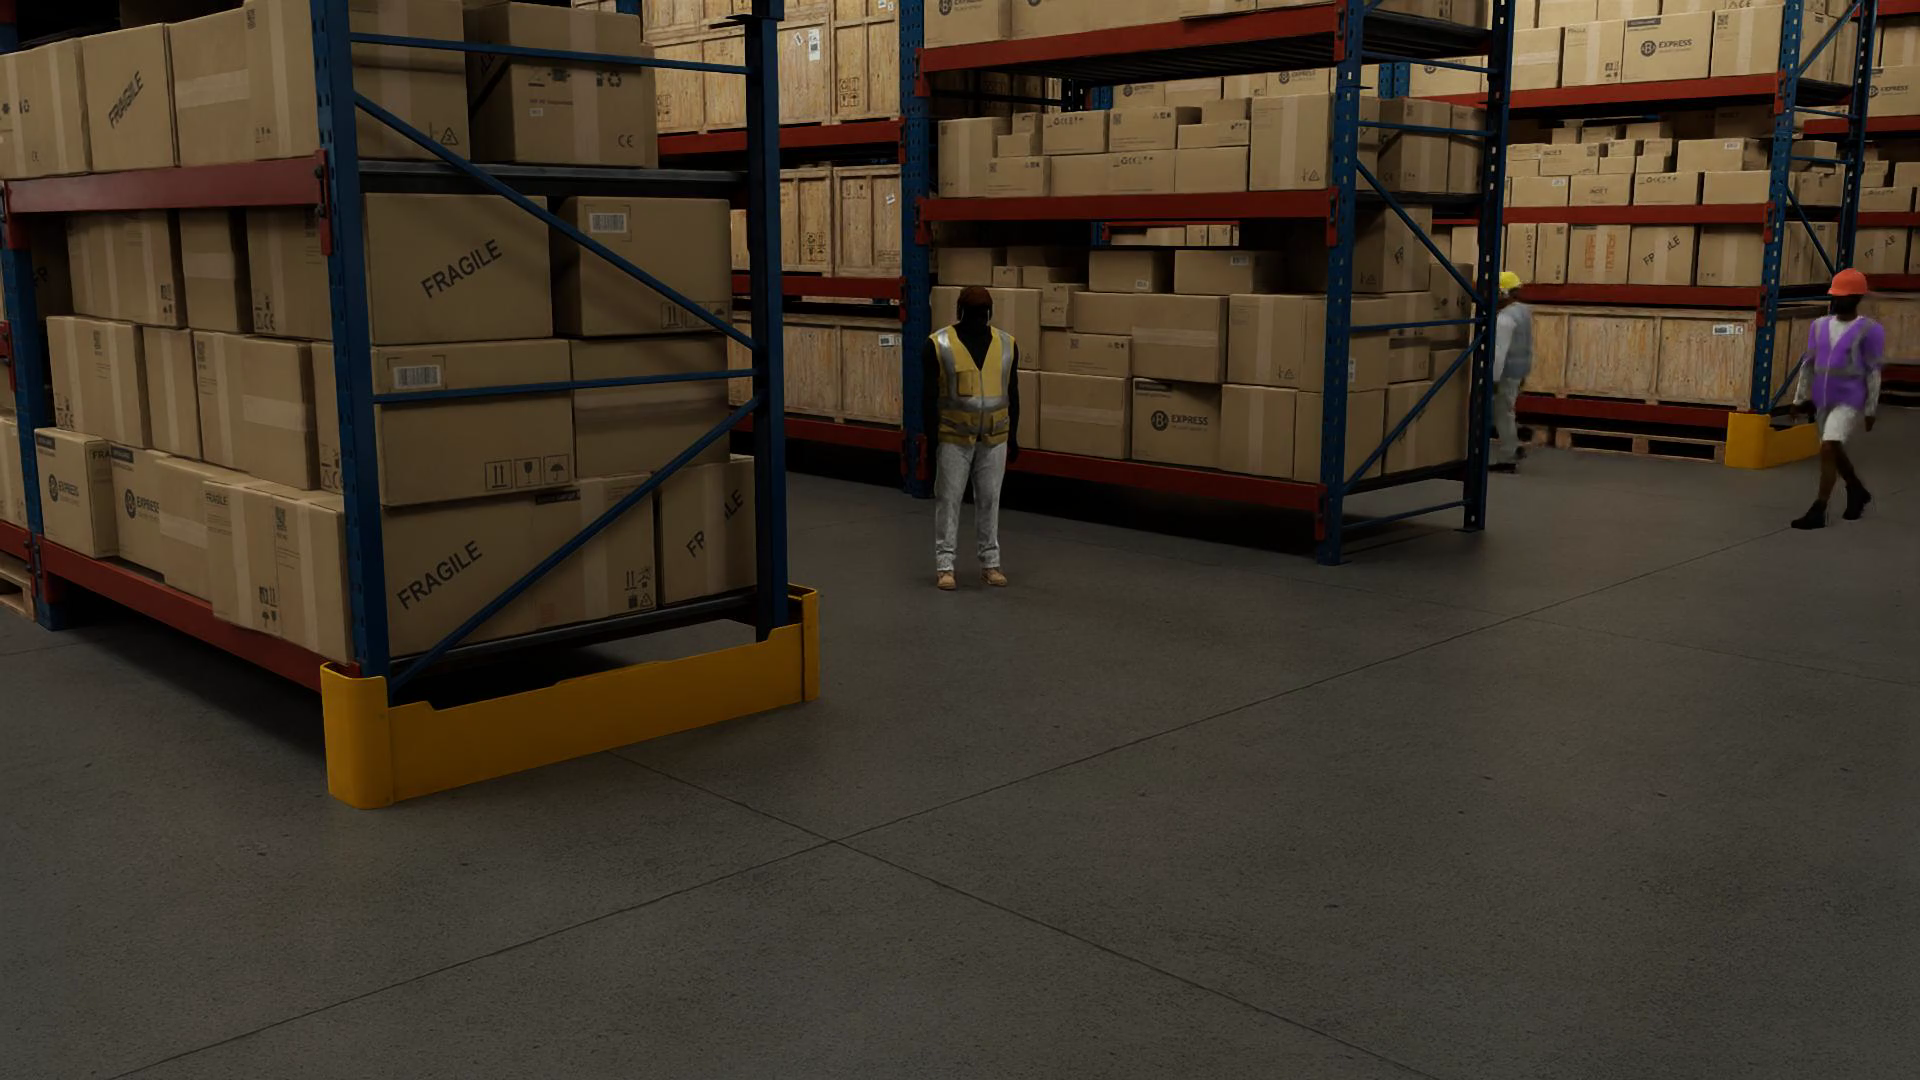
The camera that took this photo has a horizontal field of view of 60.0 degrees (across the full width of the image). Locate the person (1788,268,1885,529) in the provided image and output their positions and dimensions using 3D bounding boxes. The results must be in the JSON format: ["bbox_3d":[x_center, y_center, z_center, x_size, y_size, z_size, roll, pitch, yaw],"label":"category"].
[{"bbox_3d":[6.519,-1.045,12.252,0.942,1.904,0.548,-5,12,-25],"label":"person"}]

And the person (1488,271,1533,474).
[{"bbox_3d":[4.901,-1.500,14.952,0.424,1.808,0.693,7,12,33],"label":"person"}]

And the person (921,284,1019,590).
[{"bbox_3d":[0.076,-0.618,10.066,0.625,1.841,0.429,-3,11,-17],"label":"person"}]
